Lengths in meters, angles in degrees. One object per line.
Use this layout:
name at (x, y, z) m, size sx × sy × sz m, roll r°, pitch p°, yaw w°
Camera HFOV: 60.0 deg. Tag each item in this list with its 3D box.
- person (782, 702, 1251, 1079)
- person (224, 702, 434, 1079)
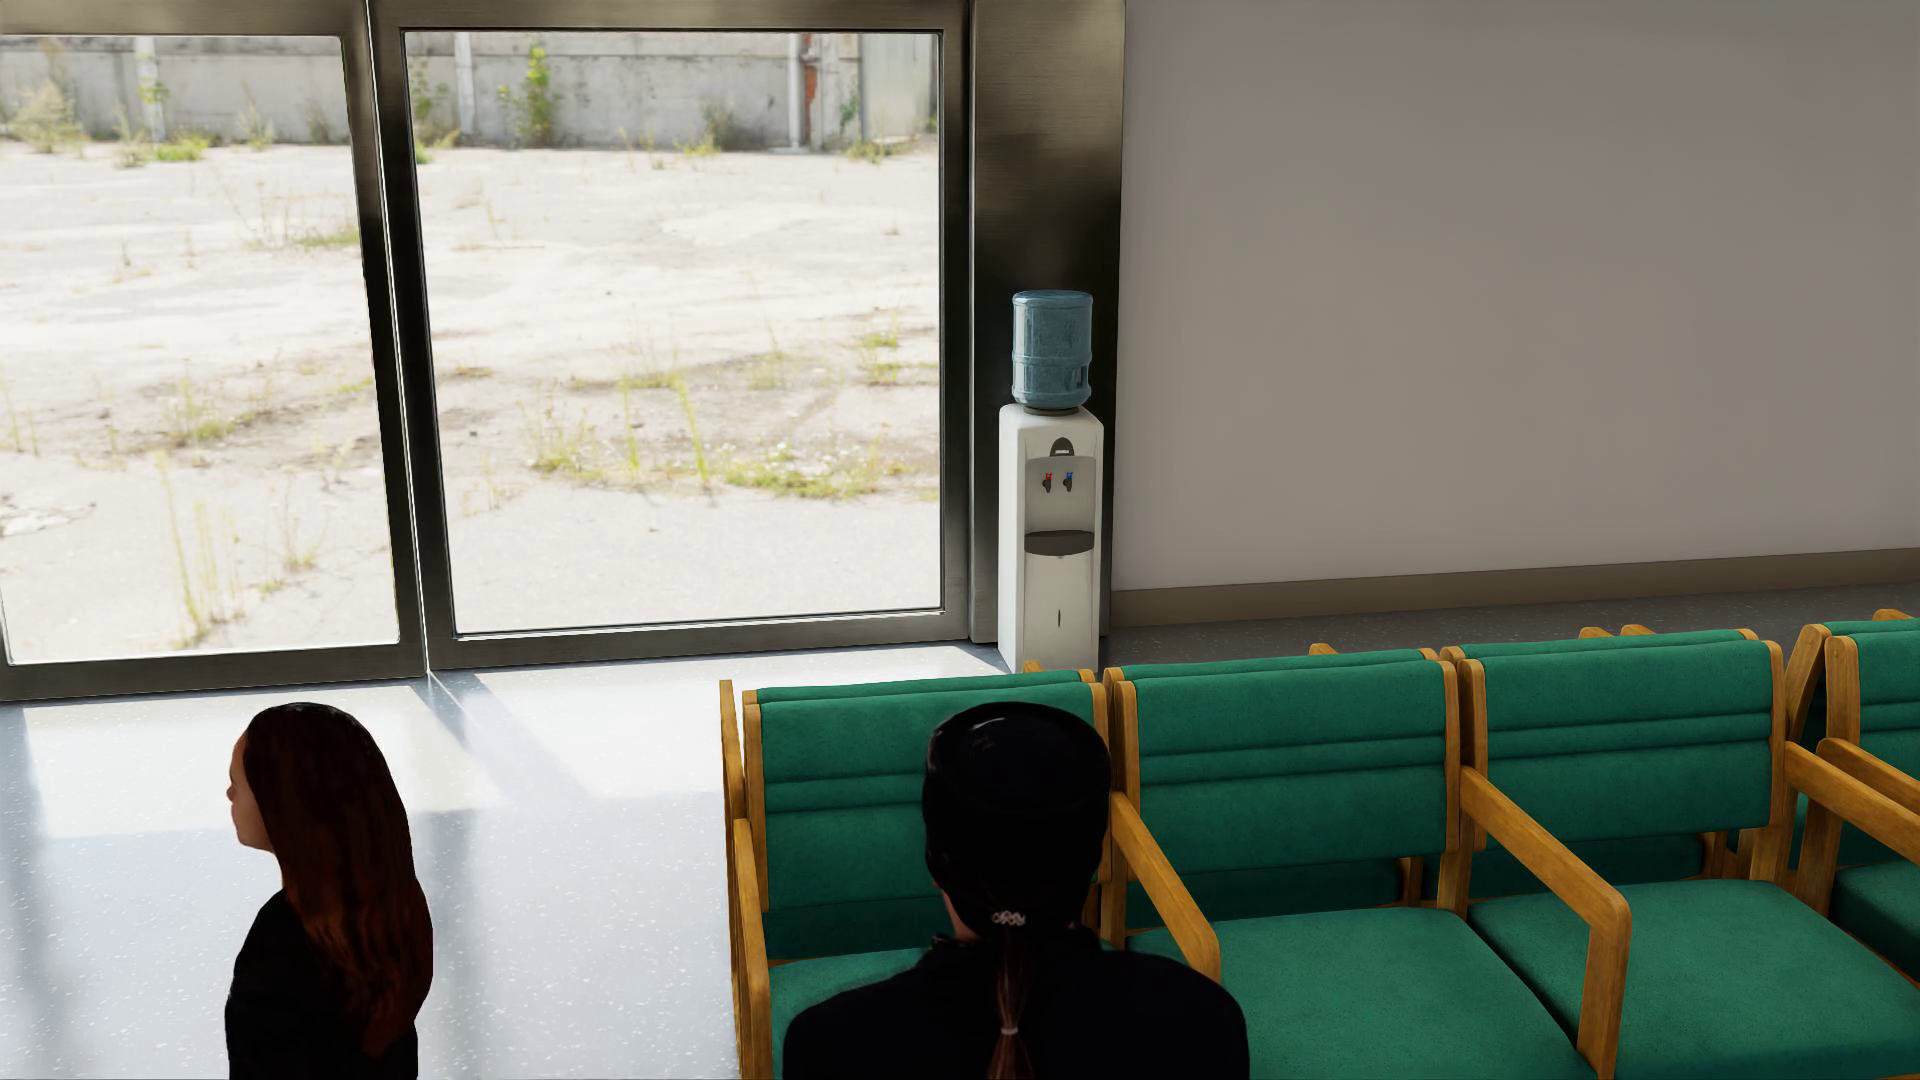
person at (0.057, 0.994, 1.898) m, size 0.689 × 1.671 × 0.612 m, roll -2°, pitch 16°, yaw -8°
person at (-0.844, 0.951, 2.428) m, size 0.715 × 1.466 × 0.843 m, roll 0°, pitch 16°, yaw 1°
